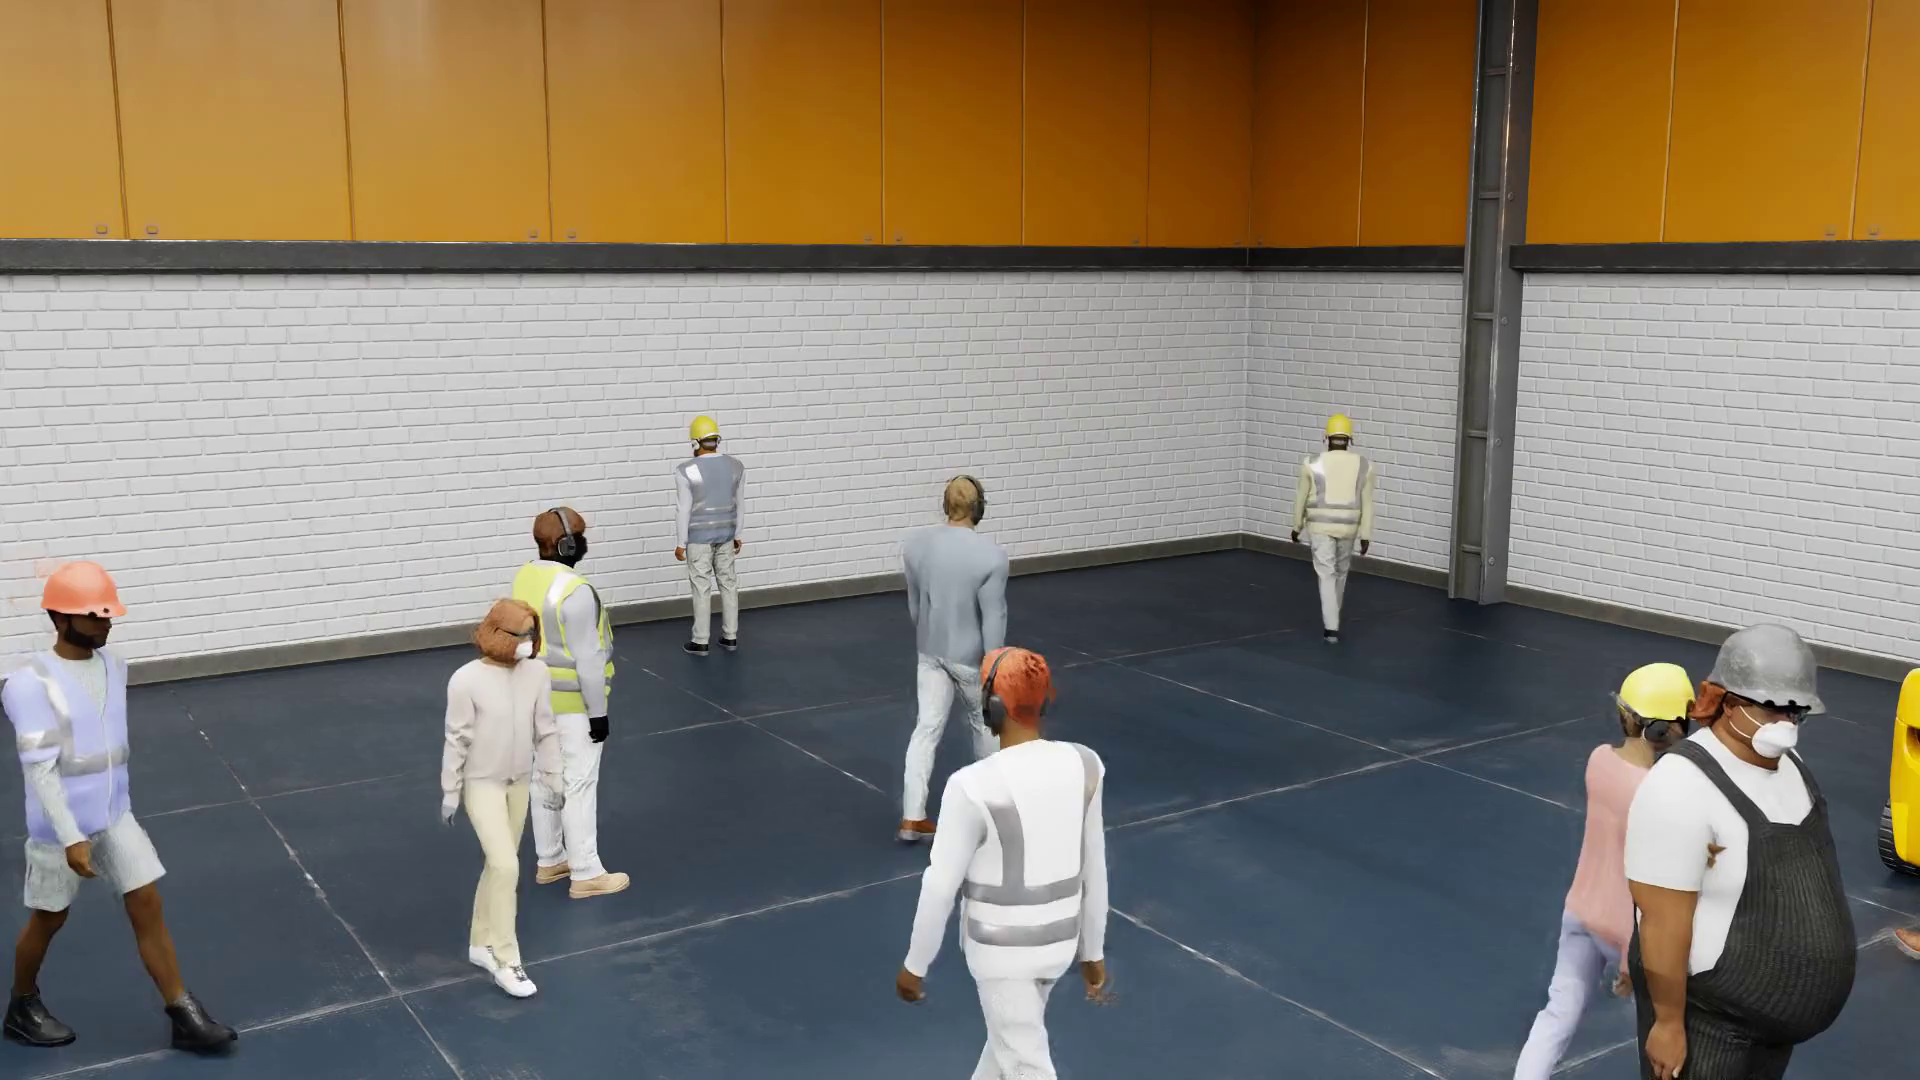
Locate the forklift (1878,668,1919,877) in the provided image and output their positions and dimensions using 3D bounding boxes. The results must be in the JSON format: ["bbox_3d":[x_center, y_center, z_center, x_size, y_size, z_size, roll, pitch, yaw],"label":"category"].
[{"bbox_3d":[5.511,0.571,7.906,2.313,2.155,1.214,-6,11,-33],"label":"forklift"}]

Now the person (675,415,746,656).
[{"bbox_3d":[-1.914,-0.038,12.663,0.589,1.833,0.404,-8,12,-38],"label":"person"}]

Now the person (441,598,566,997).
[{"bbox_3d":[-1.827,1.037,6.830,0.679,1.602,0.519,6,11,34],"label":"person"}]

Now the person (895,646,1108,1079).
[{"bbox_3d":[0.114,1.221,5.040,0.598,1.833,0.970,-8,12,-40],"label":"person"}]

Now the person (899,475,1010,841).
[{"bbox_3d":[-0.019,0.598,8.684,0.634,1.893,1.006,5,10,26],"label":"person"}]

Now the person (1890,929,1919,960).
[{"bbox_3d":[4.362,0.941,6.597,1.029,1.888,0.642,9,13,43],"label":"person"}]

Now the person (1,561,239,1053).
[{"bbox_3d":[-3.241,1.014,6.183,0.972,1.889,0.556,3,10,19],"label":"person"}]

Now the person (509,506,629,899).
[{"bbox_3d":[-1.841,0.758,7.840,0.429,1.843,0.631,-9,13,-44],"label":"person"}]

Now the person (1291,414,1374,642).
[{"bbox_3d":[2.960,-0.104,13.232,0.591,1.787,0.949,-1,9,-4],"label":"person"}]

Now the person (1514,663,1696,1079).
[{"bbox_3d":[2.183,1.231,5.370,0.894,1.718,0.528,-1,10,-7],"label":"person"}]
